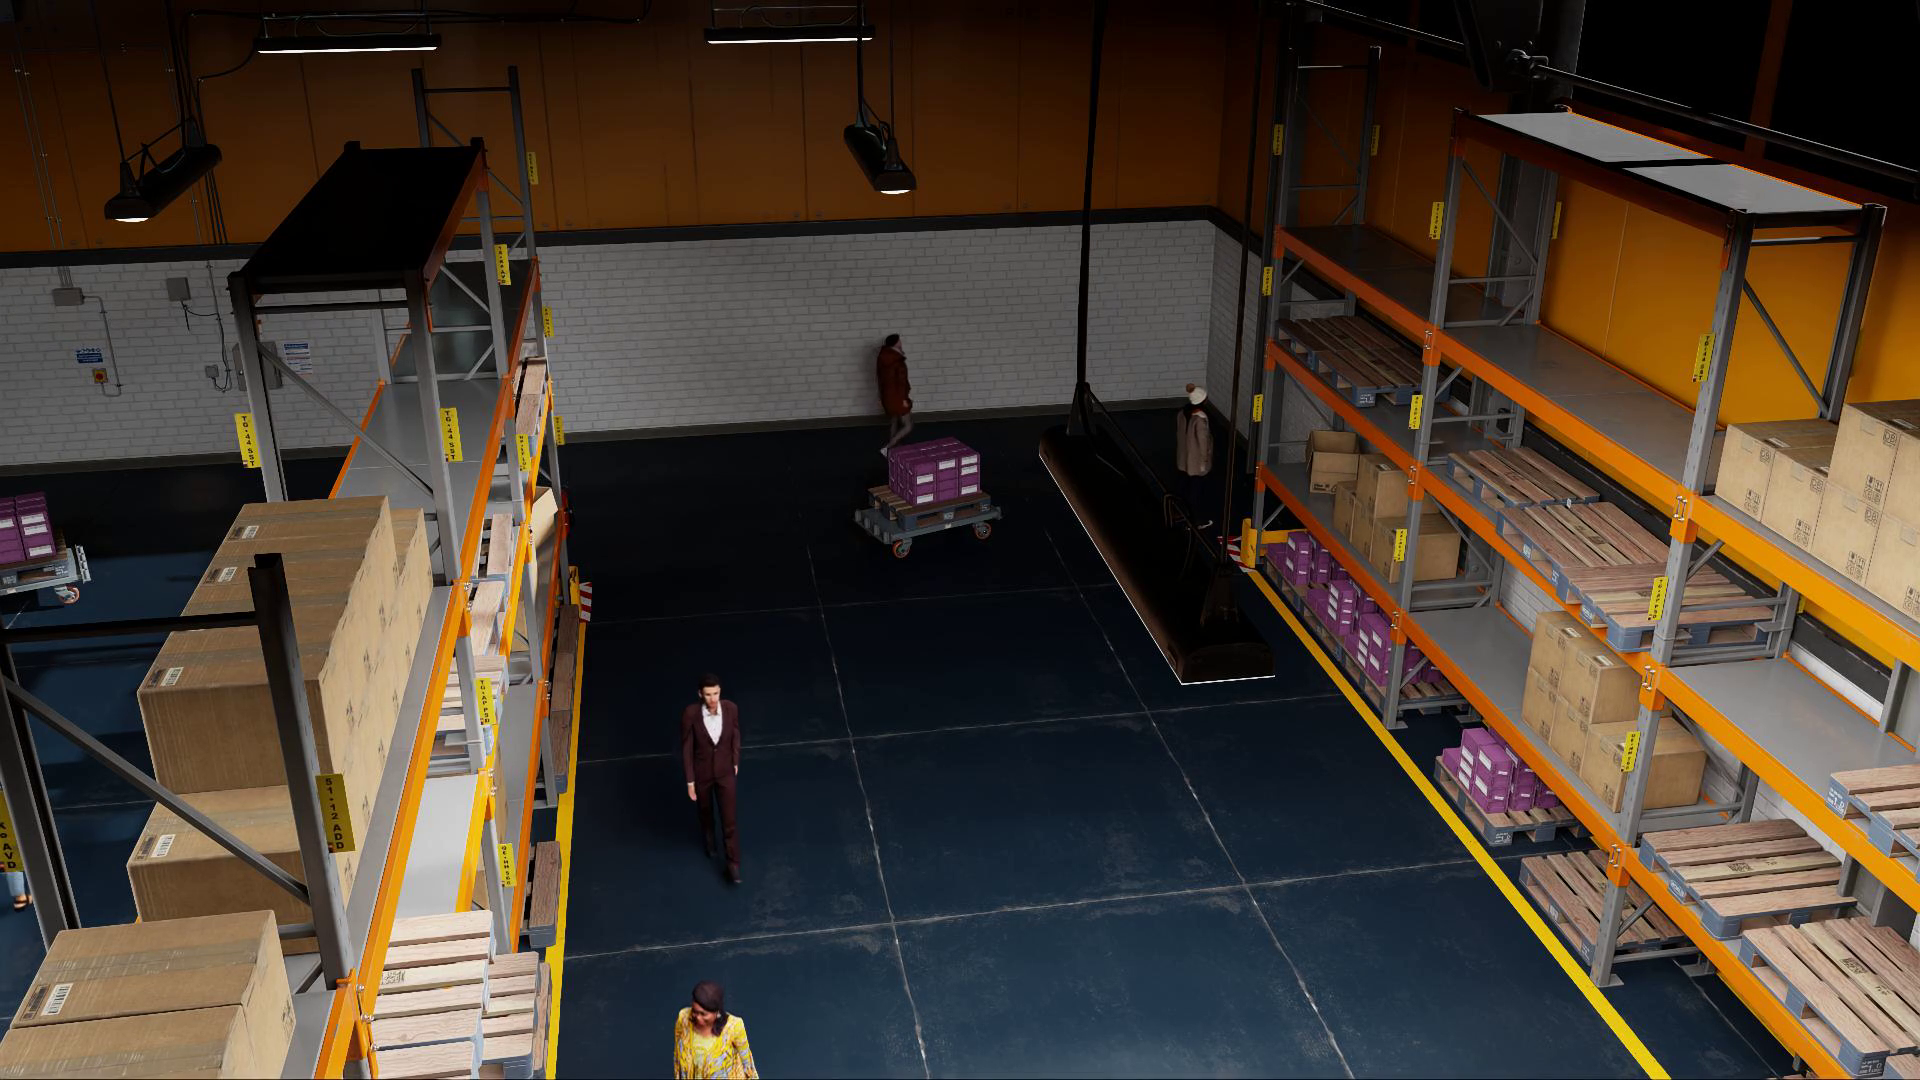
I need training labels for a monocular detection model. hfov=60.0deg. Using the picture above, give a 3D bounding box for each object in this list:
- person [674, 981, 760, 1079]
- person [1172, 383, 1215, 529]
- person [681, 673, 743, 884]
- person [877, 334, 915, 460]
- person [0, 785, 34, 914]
[{"bbox_3d":[-1.569,3.495,10.630,0.825,1.654,0.867,4,24,9],"label":"person"},{"bbox_3d":[2.878,-1.067,20.768,0.864,1.892,0.760,-13,27,-27],"label":"person"},{"bbox_3d":[-2.117,1.926,14.020,0.761,1.814,1.228,-7,25,-15],"label":"person"},{"bbox_3d":[-0.933,-1.906,22.766,0.977,1.830,0.934,-19,30,-37],"label":"person"},{"bbox_3d":[-7.818,2.357,13.225,0.856,1.660,1.042,6,24,14],"label":"person"}]
